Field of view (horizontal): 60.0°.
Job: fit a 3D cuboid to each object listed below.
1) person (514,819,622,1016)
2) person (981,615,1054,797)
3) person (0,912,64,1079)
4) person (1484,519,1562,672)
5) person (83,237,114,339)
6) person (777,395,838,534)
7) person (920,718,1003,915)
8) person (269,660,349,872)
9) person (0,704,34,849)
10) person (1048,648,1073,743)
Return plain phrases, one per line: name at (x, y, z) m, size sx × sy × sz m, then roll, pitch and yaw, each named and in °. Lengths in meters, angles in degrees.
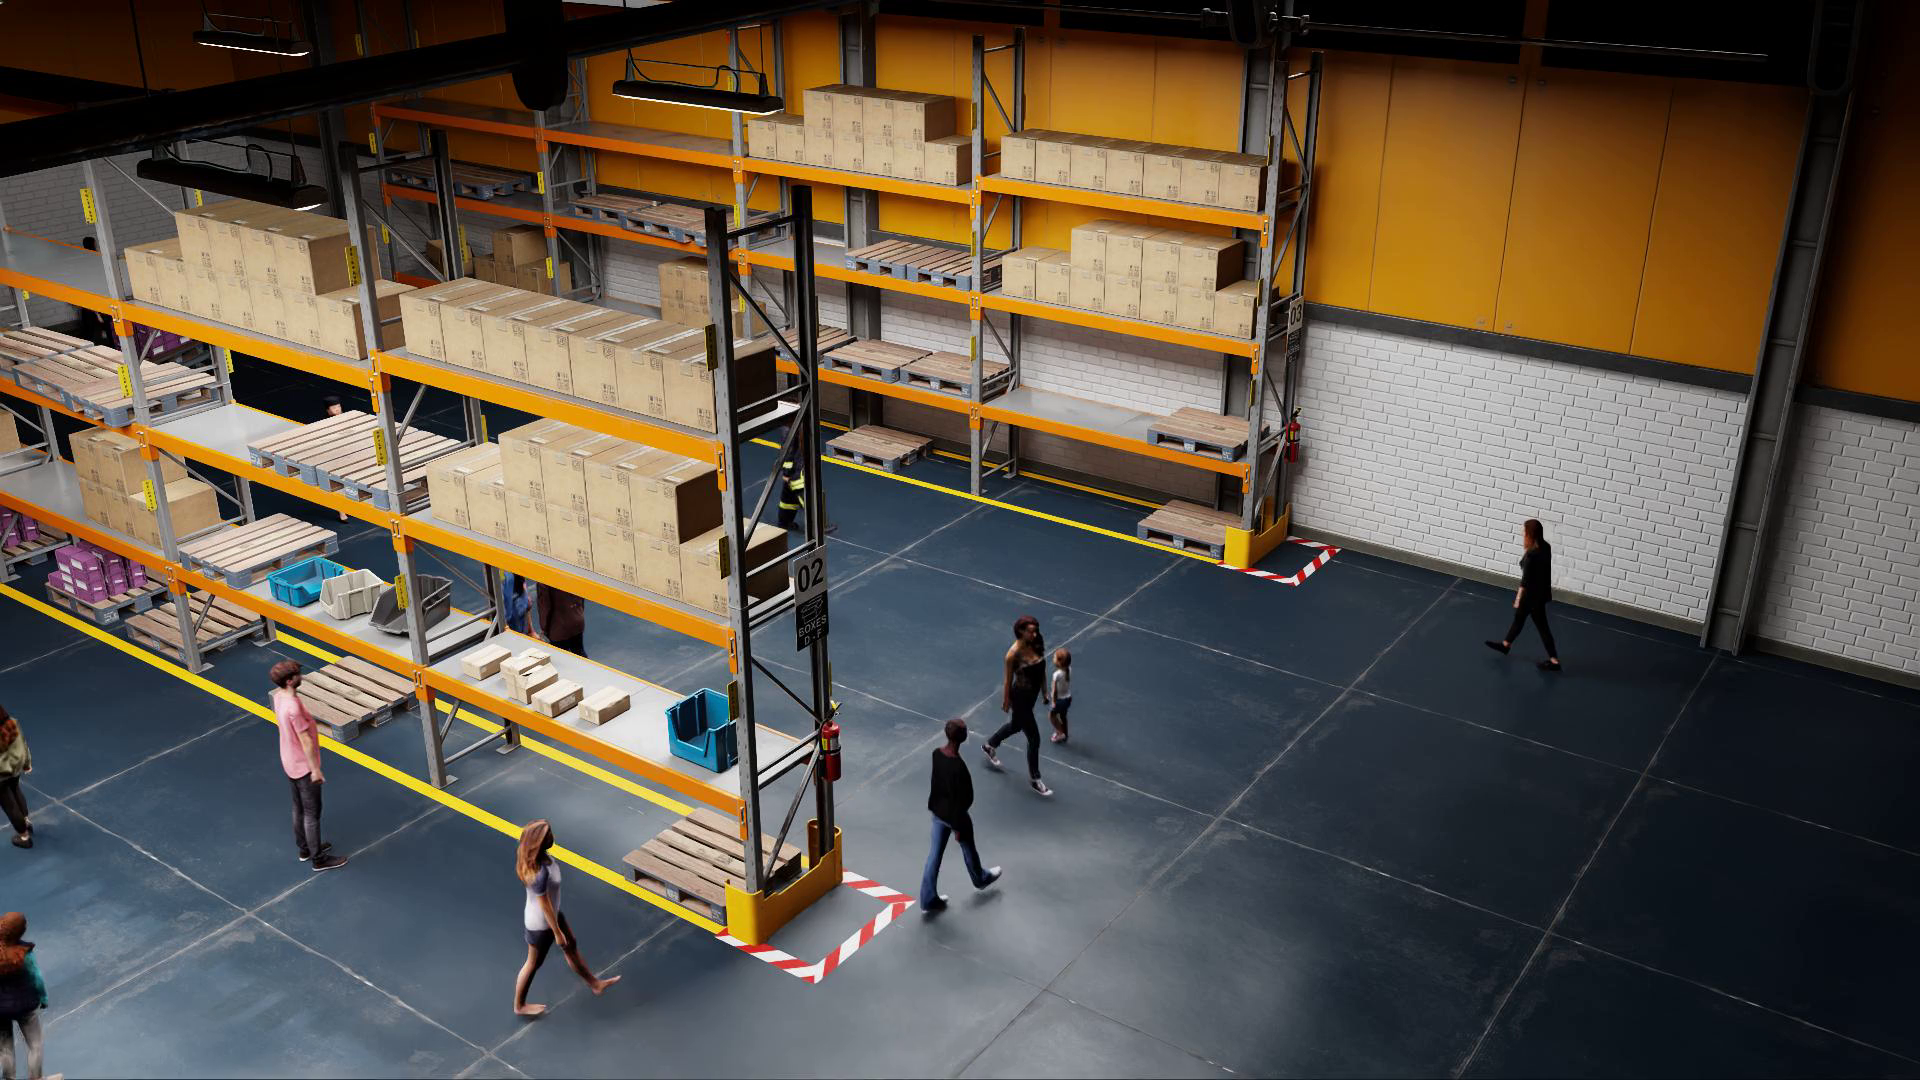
person at (-3.205, 2.866, 12.442) m, size 1.100 × 1.685 × 1.048 m, roll -5°, pitch 24°, yaw -10°
person at (0.523, 1.472, 15.579) m, size 1.172 × 1.727 × 0.658 m, roll 19°, pitch 30°, yaw 36°
person at (-6.744, 3.299, 11.719) m, size 0.759 × 1.470 × 0.829 m, roll -8°, pitch 25°, yaw -18°
person at (6.202, 0.609, 17.627) m, size 1.058 × 1.668 × 0.617 m, roll 18°, pitch 30°, yaw 36°
person at (-14.967, -4.386, 28.919) m, size 0.596 × 1.775 × 0.723 m, roll 4°, pitch 24°, yaw 10°
person at (-2.124, -0.943, 20.984) m, size 1.220 × 1.823 × 1.005 m, roll 7°, pitch 24°, yaw 15°
person at (-0.150, 2.311, 13.683) m, size 0.837 × 1.709 × 1.047 m, roll -19°, pitch 30°, yaw -37°
person at (-5.661, 1.923, 14.258) m, size 0.742 × 1.958 × 0.570 m, roll -20°, pitch 30°, yaw -37°
person at (-8.332, 2.049, 14.584) m, size 0.629 × 1.466 × 0.633 m, roll 10°, pitch 26°, yaw 22°
person at (1.025, 1.545, 16.303) m, size 0.418 × 1.013 × 0.438 m, roll 17°, pitch 29°, yaw 34°
